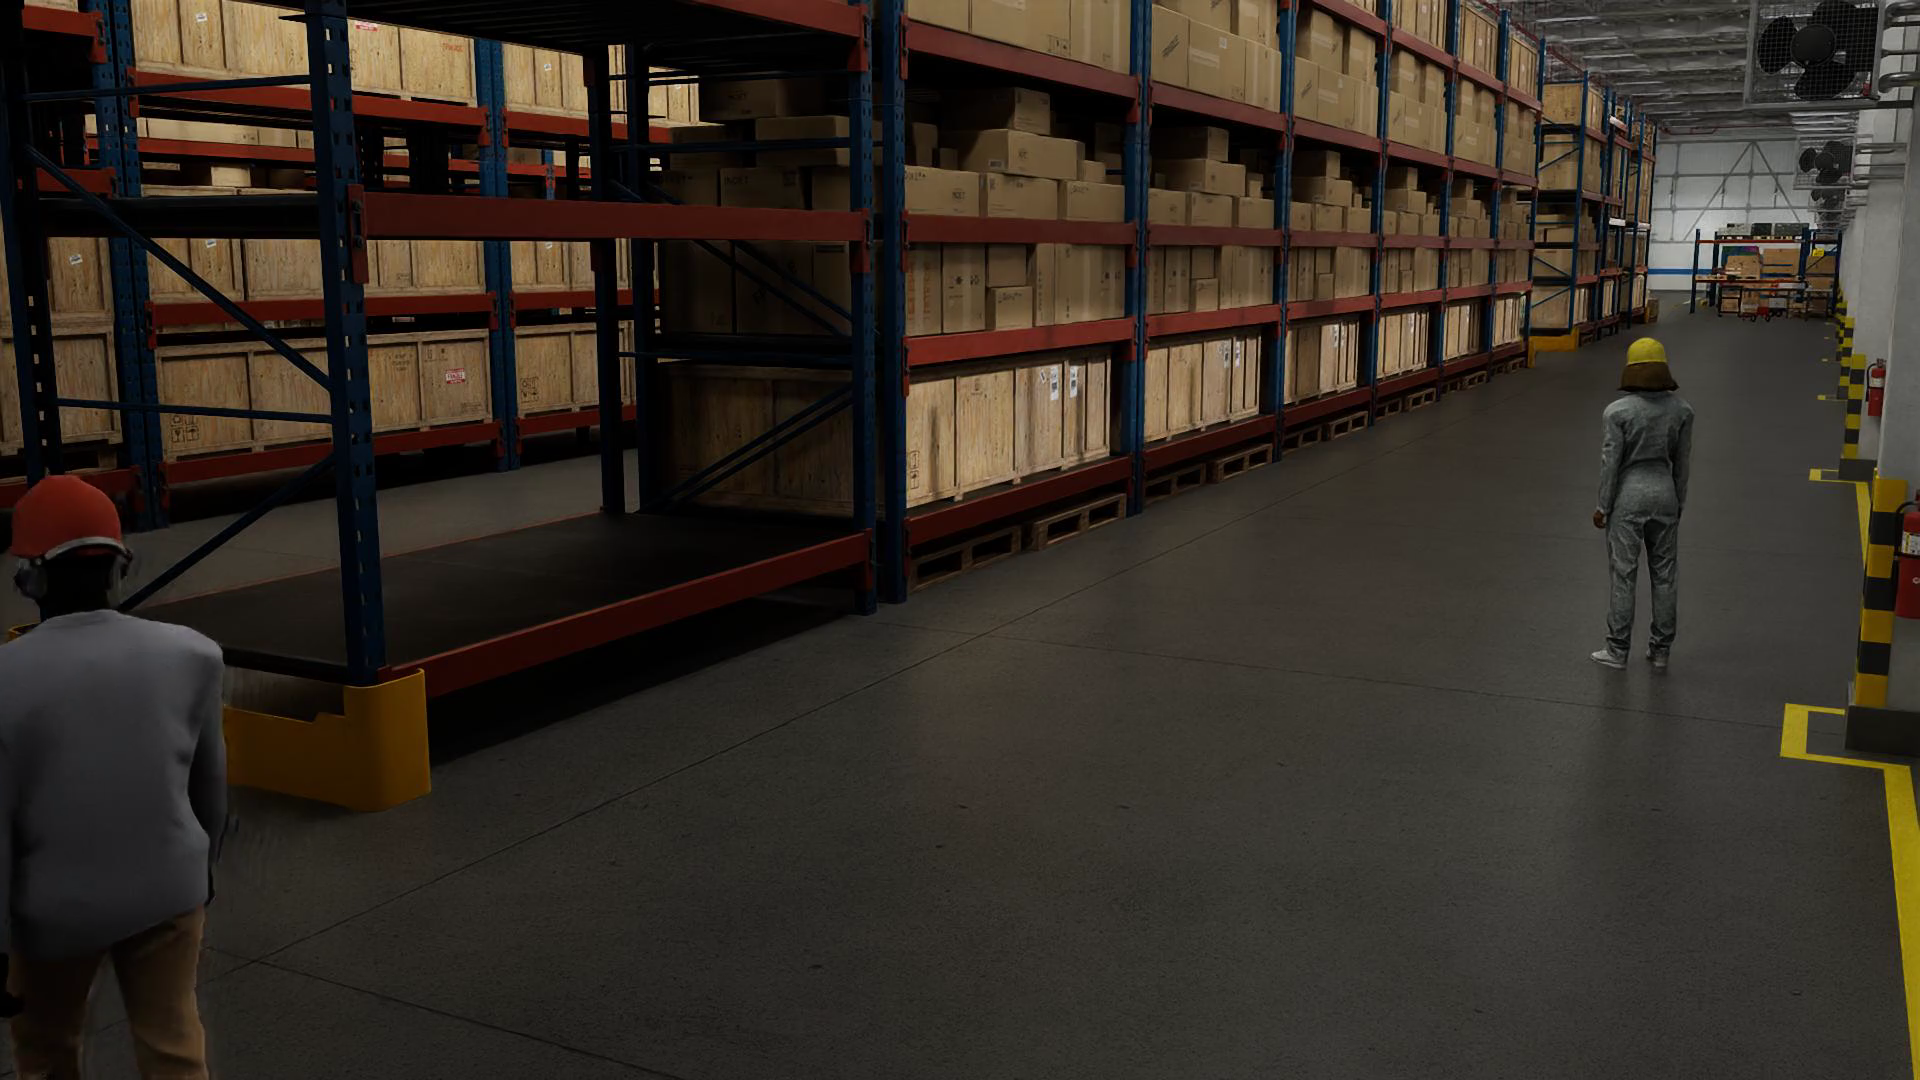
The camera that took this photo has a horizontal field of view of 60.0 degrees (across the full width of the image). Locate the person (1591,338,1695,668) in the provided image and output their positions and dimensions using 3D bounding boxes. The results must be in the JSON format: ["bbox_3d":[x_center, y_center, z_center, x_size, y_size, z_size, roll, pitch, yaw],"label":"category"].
[{"bbox_3d":[3.575,-0.189,8.753,0.484,1.735,0.309,-1,10,-4],"label":"person"}]

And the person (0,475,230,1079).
[{"bbox_3d":[-1.861,0.716,3.543,0.820,1.712,0.586,8,13,40],"label":"person"}]
